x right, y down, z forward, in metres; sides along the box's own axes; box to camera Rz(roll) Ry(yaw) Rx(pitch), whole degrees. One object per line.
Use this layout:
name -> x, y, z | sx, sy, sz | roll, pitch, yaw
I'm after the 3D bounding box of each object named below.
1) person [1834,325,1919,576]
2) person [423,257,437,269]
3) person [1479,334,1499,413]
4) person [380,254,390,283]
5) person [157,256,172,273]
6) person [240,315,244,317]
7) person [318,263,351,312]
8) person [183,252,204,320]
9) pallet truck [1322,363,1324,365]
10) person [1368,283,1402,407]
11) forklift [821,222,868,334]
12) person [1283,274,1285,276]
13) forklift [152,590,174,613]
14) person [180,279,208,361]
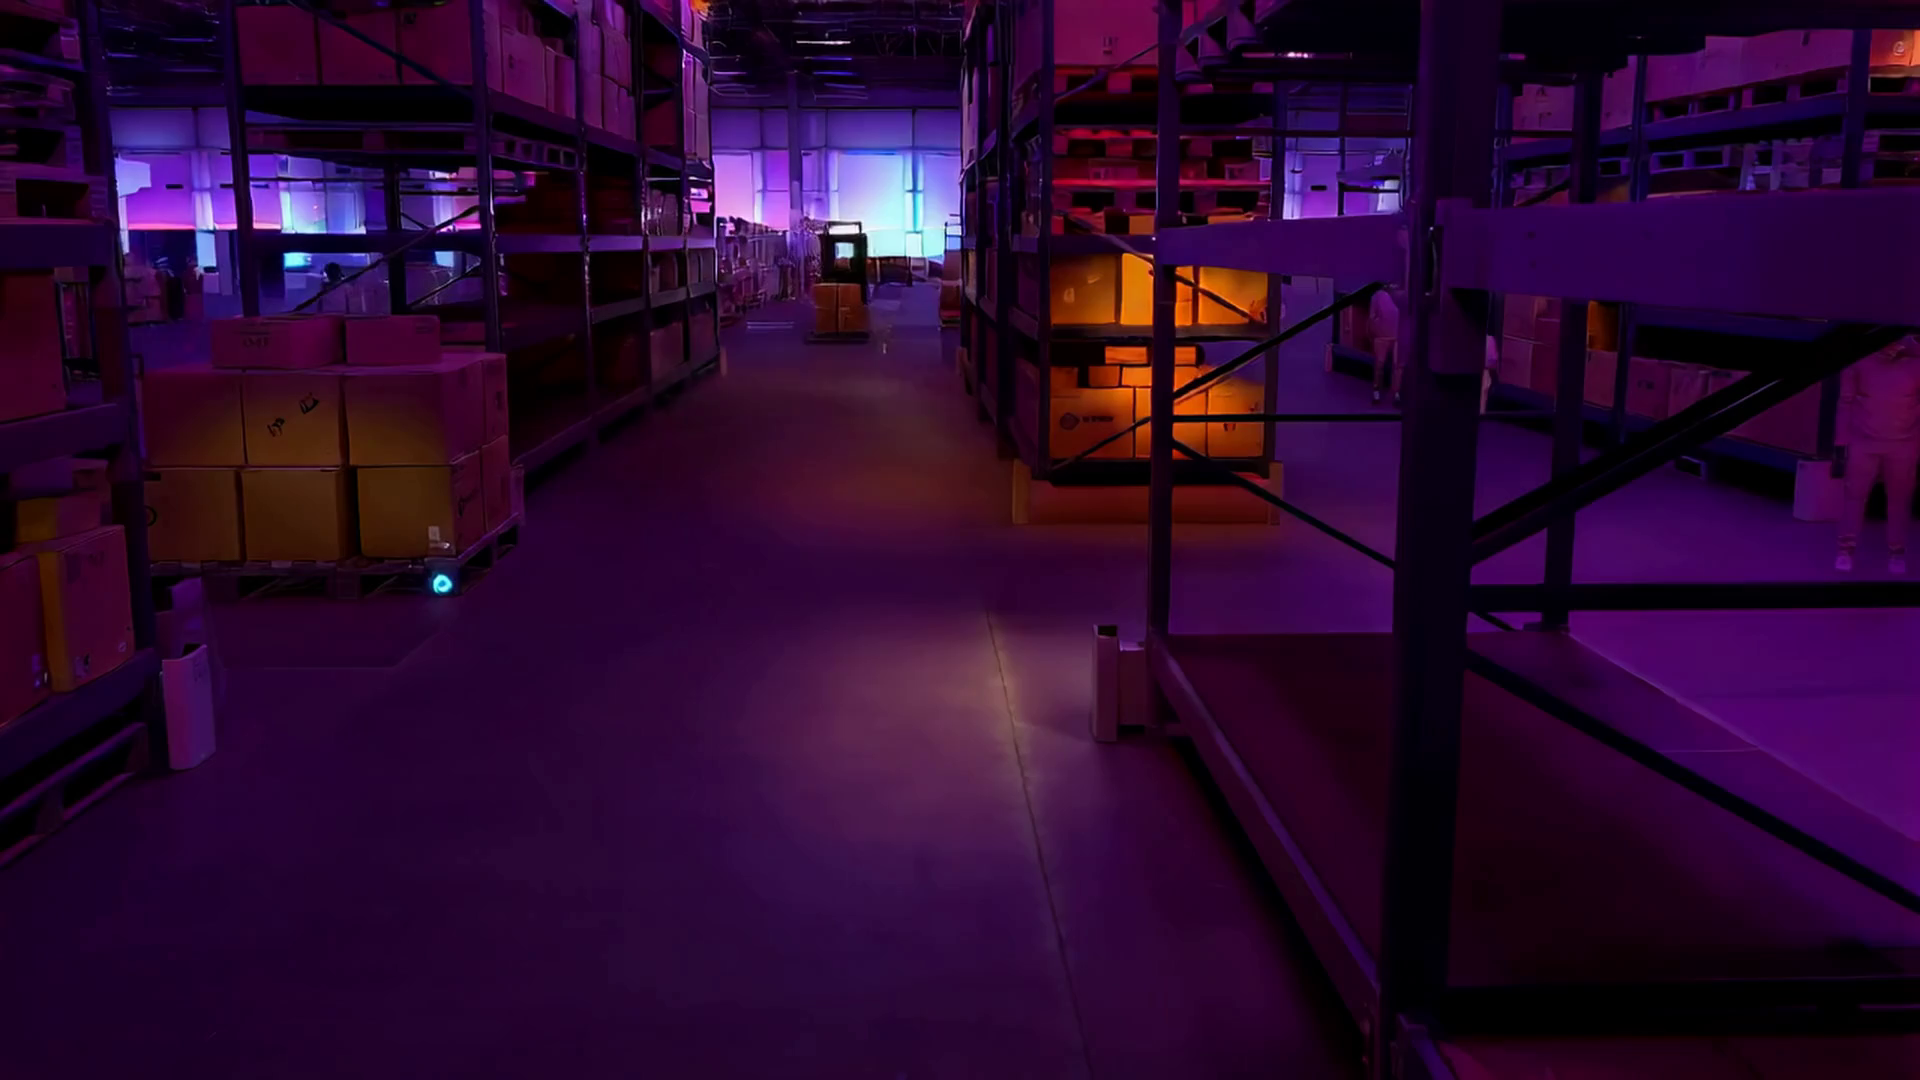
person -> 6.536, -0.695, 11.746 | 0.649, 1.899, 0.399 | 5, 11, 27
person -> -16.803, -8.019, 52.624 | 0.702, 1.856, 0.595 | 7, 12, 35
person -> 5.421, -1.638, 17.588 | 0.551, 1.669, 0.633 | 6, 12, 29
person -> -21.506, -9.788, 62.346 | 0.394, 1.919, 0.581 | 1, 10, 3
person -> -23.858, -7.581, 50.036 | 0.449, 1.916, 0.560 | -3, 11, -16
person -> -6.774, -1.317, 15.876 | 0.539, 1.648, 0.847 | -1, 10, -6
person -> -11.718, -4.211, 31.151 | 0.626, 1.961, 0.428 | 0, 10, 2
person -> -22.996, -7.606, 49.830 | 0.683, 2.000, 0.538 | 7, 12, 32
pallet truck -> 7.712, -4.157, 30.737 | 1.885, 1.965, 0.823 | 3, 11, 16
person -> 6.123, -2.857, 23.662 | 0.638, 1.938, 0.356 | 2, 10, 12
forklift -> -2.843, -6.403, 40.793 | 1.129, 2.768, 1.873 | 0, 10, -2
person -> 11.440, -8.932, 57.505 | 0.635, 1.936, 0.351 | -4, 11, -21
forklift -> -5.858, -0.811, 9.639 | 1.873, 2.768, 1.129 | -1, 10, -3
person -> -14.764, -4.215, 32.103 | 0.547, 1.618, 0.528 | -5, 11, -27
